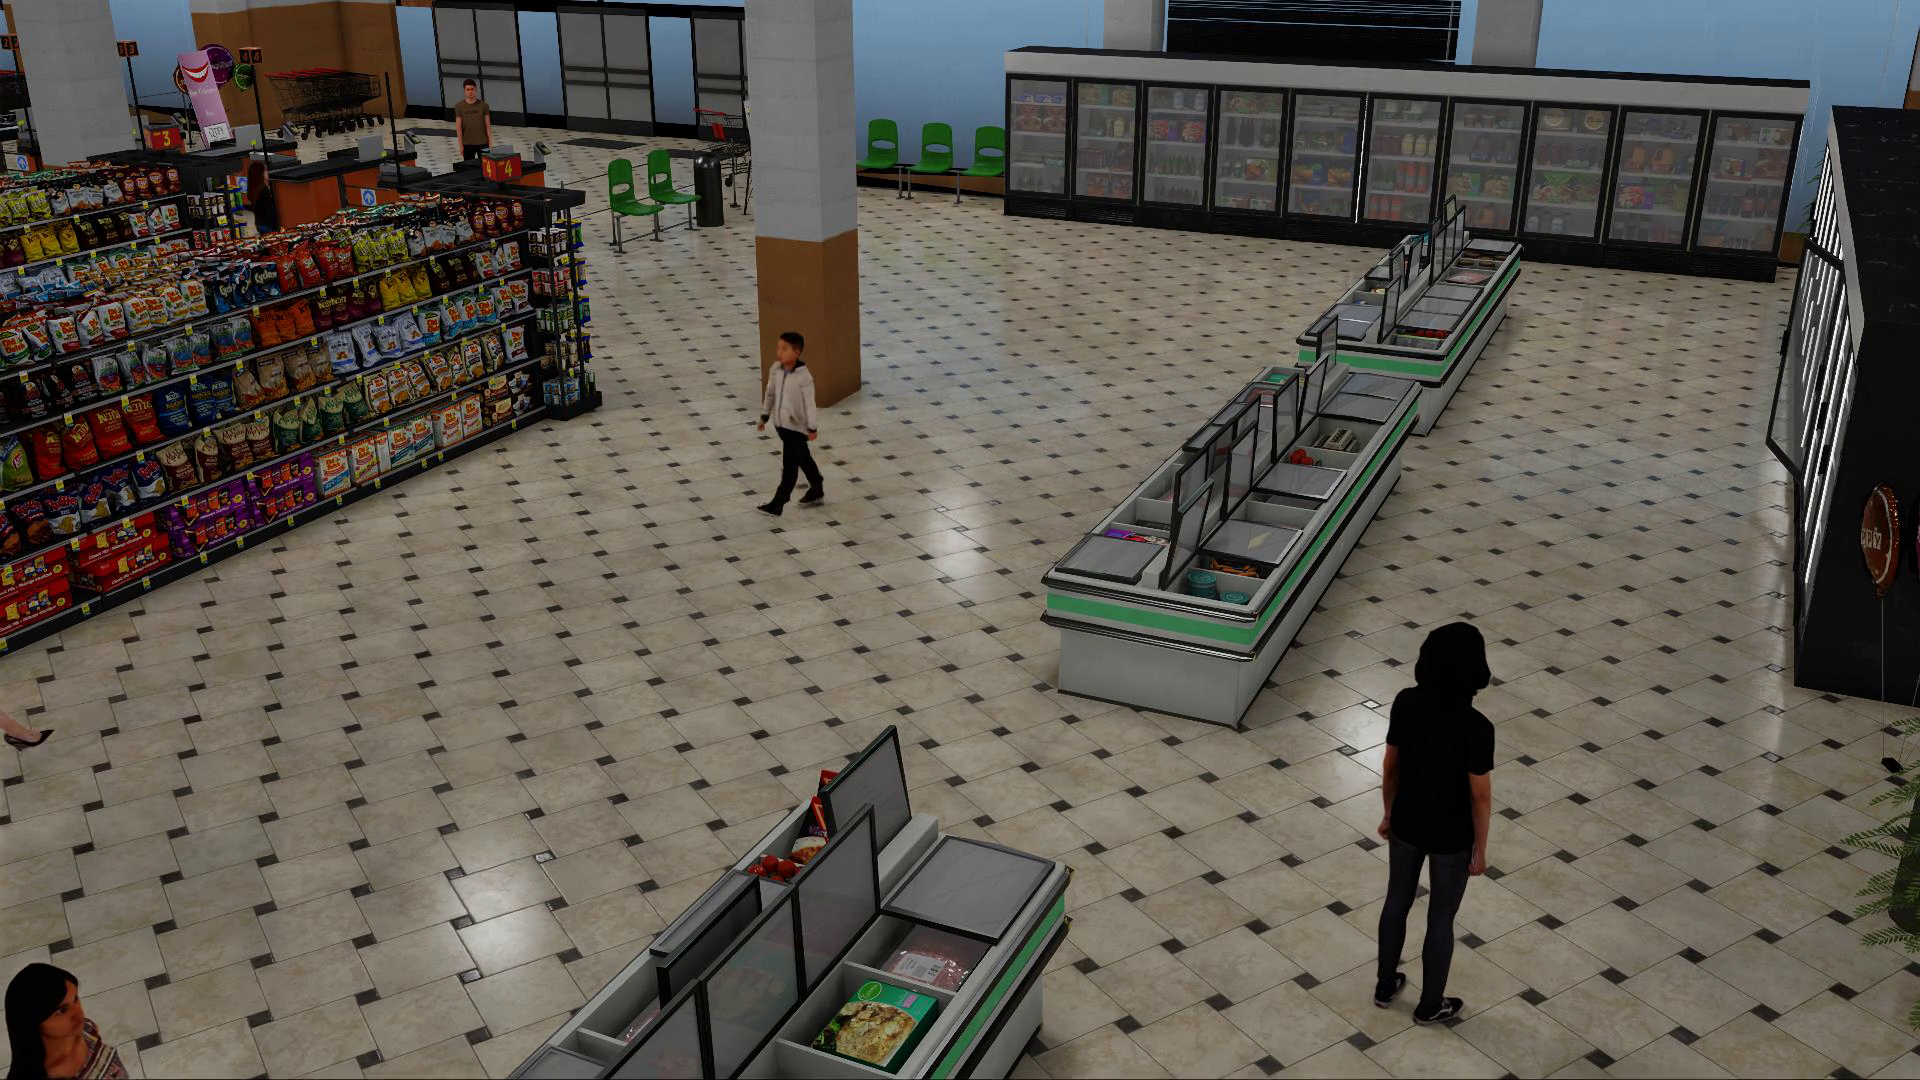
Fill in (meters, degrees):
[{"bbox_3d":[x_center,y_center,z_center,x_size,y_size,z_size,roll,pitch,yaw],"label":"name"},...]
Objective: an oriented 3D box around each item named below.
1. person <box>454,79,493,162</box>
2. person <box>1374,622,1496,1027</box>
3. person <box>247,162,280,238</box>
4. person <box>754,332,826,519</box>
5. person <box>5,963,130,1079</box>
[{"bbox_3d":[-7.118,-5.819,24.424,0.731,1.852,0.805,-9,24,-22],"label":"person"},{"bbox_3d":[1.980,1.190,7.004,0.701,1.834,0.640,20,30,41],"label":"person"},{"bbox_3d":[-8.309,-3.743,19.771,0.683,1.469,0.847,17,28,37],"label":"person"},{"bbox_3d":[-1.224,-0.893,12.747,1.036,1.417,0.805,-20,29,-40],"label":"person"},{"bbox_3d":[-2.727,2.022,5.186,0.782,1.645,0.619,1,22,2],"label":"person"}]
